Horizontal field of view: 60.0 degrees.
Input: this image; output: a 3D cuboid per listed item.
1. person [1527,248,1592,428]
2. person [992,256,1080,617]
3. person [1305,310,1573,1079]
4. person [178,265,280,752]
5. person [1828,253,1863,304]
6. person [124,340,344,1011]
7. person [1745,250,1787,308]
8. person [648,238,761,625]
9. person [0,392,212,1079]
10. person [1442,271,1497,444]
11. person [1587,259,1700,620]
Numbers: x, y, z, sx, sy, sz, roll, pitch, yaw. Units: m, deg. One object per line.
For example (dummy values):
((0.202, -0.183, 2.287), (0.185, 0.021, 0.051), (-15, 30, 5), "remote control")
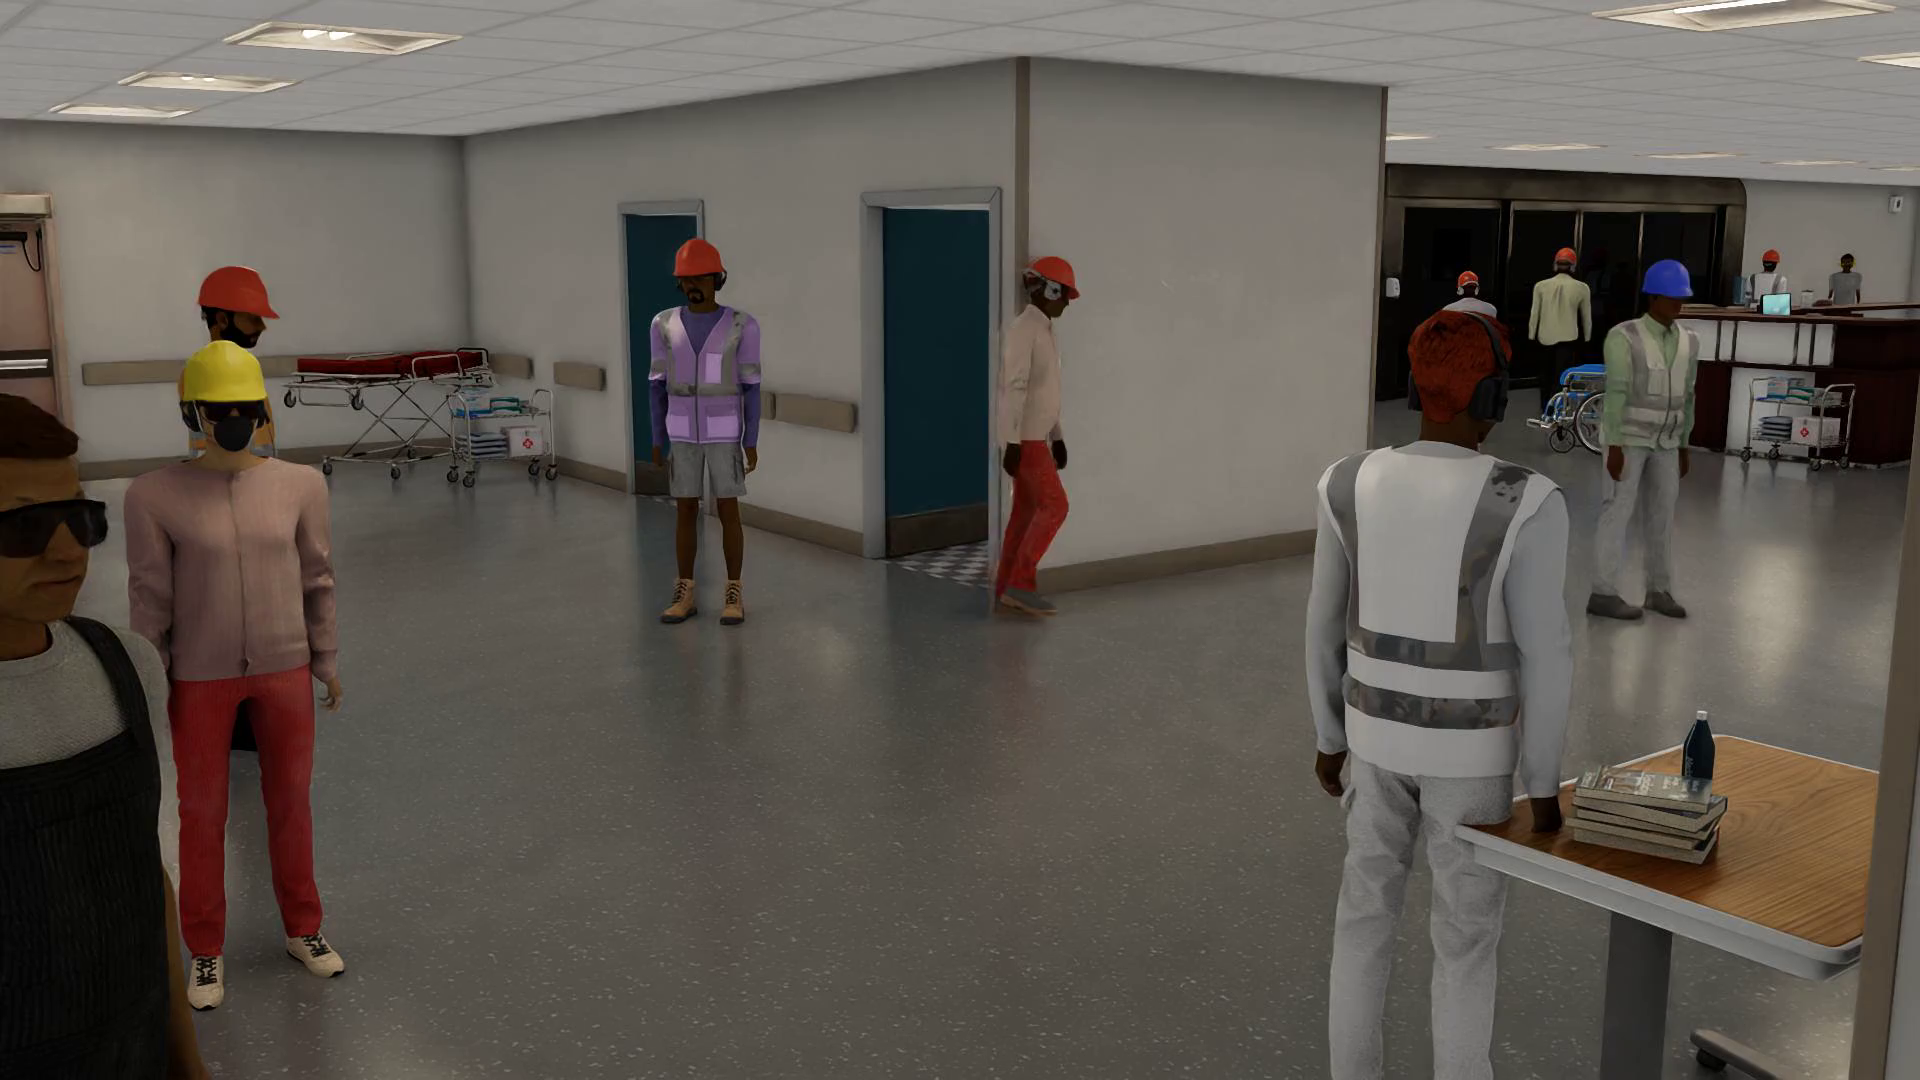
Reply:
((6.686, -2.247, 18.496), (0.651, 1.952, 0.942), (5, 11, 27), "person")
((0.404, -0.543, 8.985), (0.533, 1.949, 0.656), (3, 10, 15), "person")
((1.018, 0.453, 3.582), (0.584, 1.882, 0.337), (10, 14, 43), "person")
((-2.877, -0.125, 6.688), (0.363, 1.933, 0.543), (-1, 10, -7), "person")
((14.577, -3.788, 27.445), (0.502, 1.857, 0.326), (3, 11, 19), "person")
((-1.927, 0.353, 4.468), (0.525, 1.772, 0.304), (-8, 13, -37), "person")
((11.685, -3.238, 24.156), (0.544, 1.933, 0.379), (9, 13, 40), "person")
((-1.356, -0.562, 8.828), (0.607, 2.044, 0.377), (1, 10, 6), "person")
((-1.157, 0.736, 2.101), (0.345, 1.847, 0.504), (4, 11, 22), "person")
((5.125, -1.846, 16.855), (0.564, 1.743, 0.353), (1, 10, 7), "person")
((3.709, -0.535, 8.973), (0.630, 1.942, 0.432), (-3, 11, -17), "person")
